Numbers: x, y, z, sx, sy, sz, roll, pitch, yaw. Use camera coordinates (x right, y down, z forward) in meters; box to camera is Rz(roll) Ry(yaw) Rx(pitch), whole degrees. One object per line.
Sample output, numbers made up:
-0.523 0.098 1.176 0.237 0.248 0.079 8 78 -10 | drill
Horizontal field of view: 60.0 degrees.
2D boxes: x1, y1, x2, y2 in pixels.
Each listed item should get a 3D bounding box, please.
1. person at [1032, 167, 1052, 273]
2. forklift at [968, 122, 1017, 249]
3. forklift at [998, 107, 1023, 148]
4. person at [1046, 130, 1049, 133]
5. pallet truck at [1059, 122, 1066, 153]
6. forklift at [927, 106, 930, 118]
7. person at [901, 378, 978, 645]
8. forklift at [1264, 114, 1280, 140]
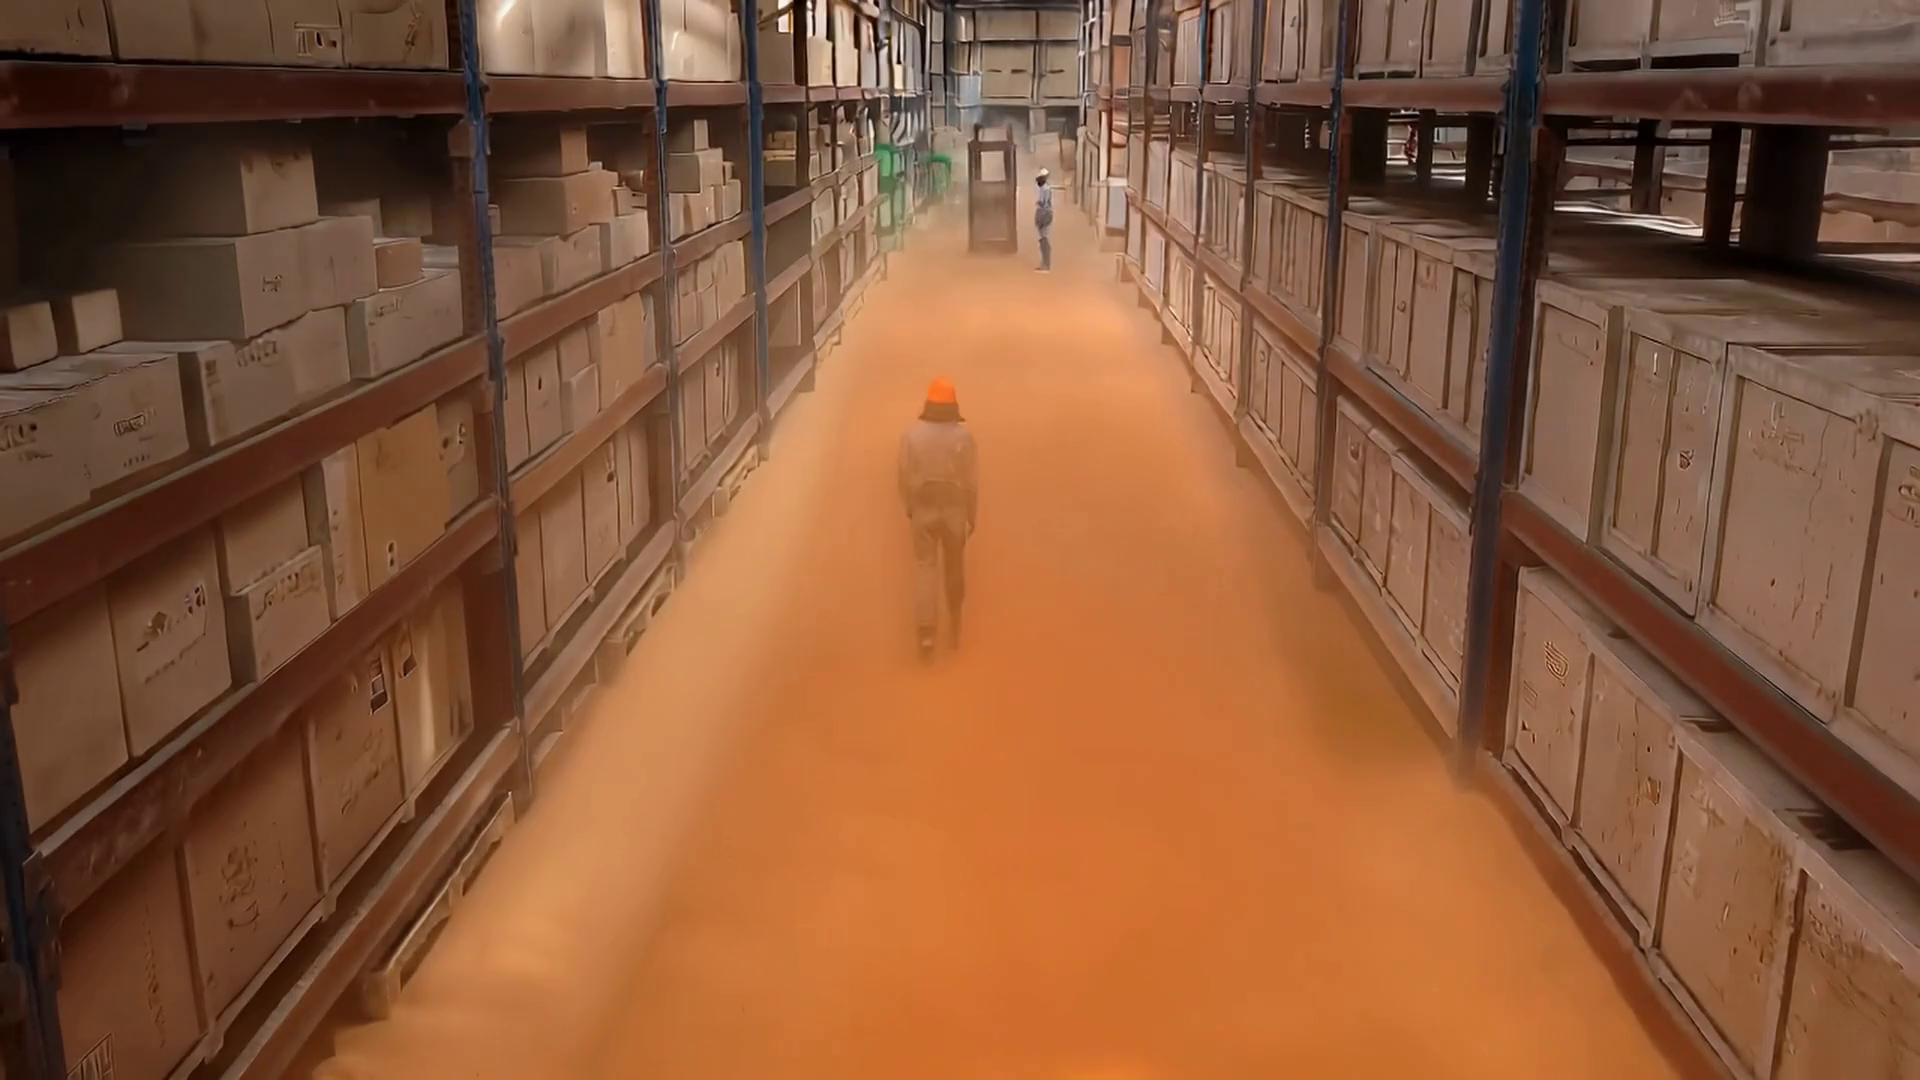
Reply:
1.629 -6.317 32.874 0.370 2.048 0.607 4 15 14 | person
0.749 -8.136 38.064 1.129 2.768 1.873 0 15 1 | forklift
2.116 -19.879 81.755 1.873 2.768 1.129 2 15 8 | forklift
4.635 -20.803 87.613 0.519 1.603 0.830 1 15 2 | person
5.788 -21.111 88.014 1.885 1.965 0.823 5 16 18 | pallet truck
-1.953 -21.125 86.391 1.129 2.768 1.873 0 15 2 | forklift
-0.131 -0.213 10.828 0.498 1.694 0.892 0 15 1 | person
11.018 -13.913 59.556 1.129 2.768 1.873 0 15 2 | forklift
